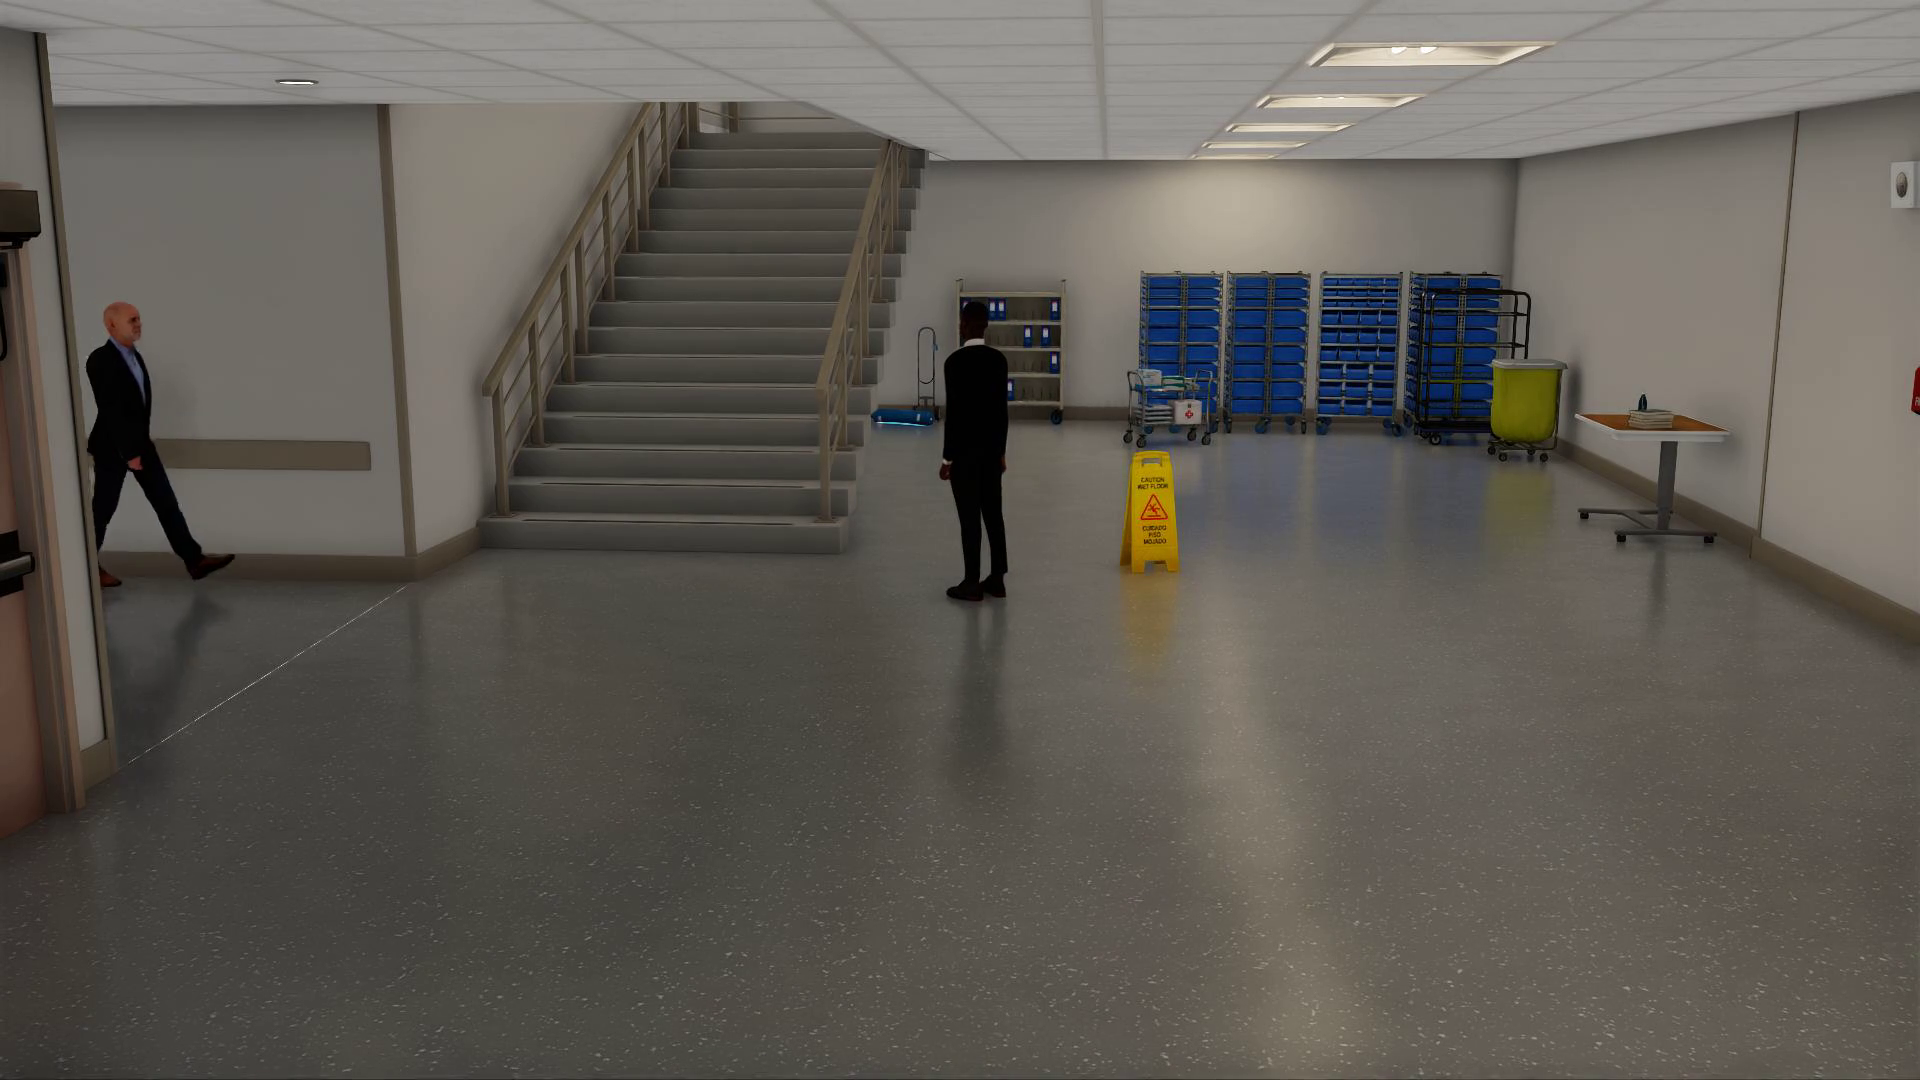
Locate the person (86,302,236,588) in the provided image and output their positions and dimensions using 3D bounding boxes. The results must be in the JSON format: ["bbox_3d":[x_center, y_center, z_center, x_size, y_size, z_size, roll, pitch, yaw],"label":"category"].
[{"bbox_3d":[-5.247,-0.547,10.282,0.748,1.756,1.121,1,11,6],"label":"person"}]

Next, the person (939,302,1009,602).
[{"bbox_3d":[0.109,-0.541,10.111,0.709,1.808,0.762,-8,14,-38],"label":"person"}]
